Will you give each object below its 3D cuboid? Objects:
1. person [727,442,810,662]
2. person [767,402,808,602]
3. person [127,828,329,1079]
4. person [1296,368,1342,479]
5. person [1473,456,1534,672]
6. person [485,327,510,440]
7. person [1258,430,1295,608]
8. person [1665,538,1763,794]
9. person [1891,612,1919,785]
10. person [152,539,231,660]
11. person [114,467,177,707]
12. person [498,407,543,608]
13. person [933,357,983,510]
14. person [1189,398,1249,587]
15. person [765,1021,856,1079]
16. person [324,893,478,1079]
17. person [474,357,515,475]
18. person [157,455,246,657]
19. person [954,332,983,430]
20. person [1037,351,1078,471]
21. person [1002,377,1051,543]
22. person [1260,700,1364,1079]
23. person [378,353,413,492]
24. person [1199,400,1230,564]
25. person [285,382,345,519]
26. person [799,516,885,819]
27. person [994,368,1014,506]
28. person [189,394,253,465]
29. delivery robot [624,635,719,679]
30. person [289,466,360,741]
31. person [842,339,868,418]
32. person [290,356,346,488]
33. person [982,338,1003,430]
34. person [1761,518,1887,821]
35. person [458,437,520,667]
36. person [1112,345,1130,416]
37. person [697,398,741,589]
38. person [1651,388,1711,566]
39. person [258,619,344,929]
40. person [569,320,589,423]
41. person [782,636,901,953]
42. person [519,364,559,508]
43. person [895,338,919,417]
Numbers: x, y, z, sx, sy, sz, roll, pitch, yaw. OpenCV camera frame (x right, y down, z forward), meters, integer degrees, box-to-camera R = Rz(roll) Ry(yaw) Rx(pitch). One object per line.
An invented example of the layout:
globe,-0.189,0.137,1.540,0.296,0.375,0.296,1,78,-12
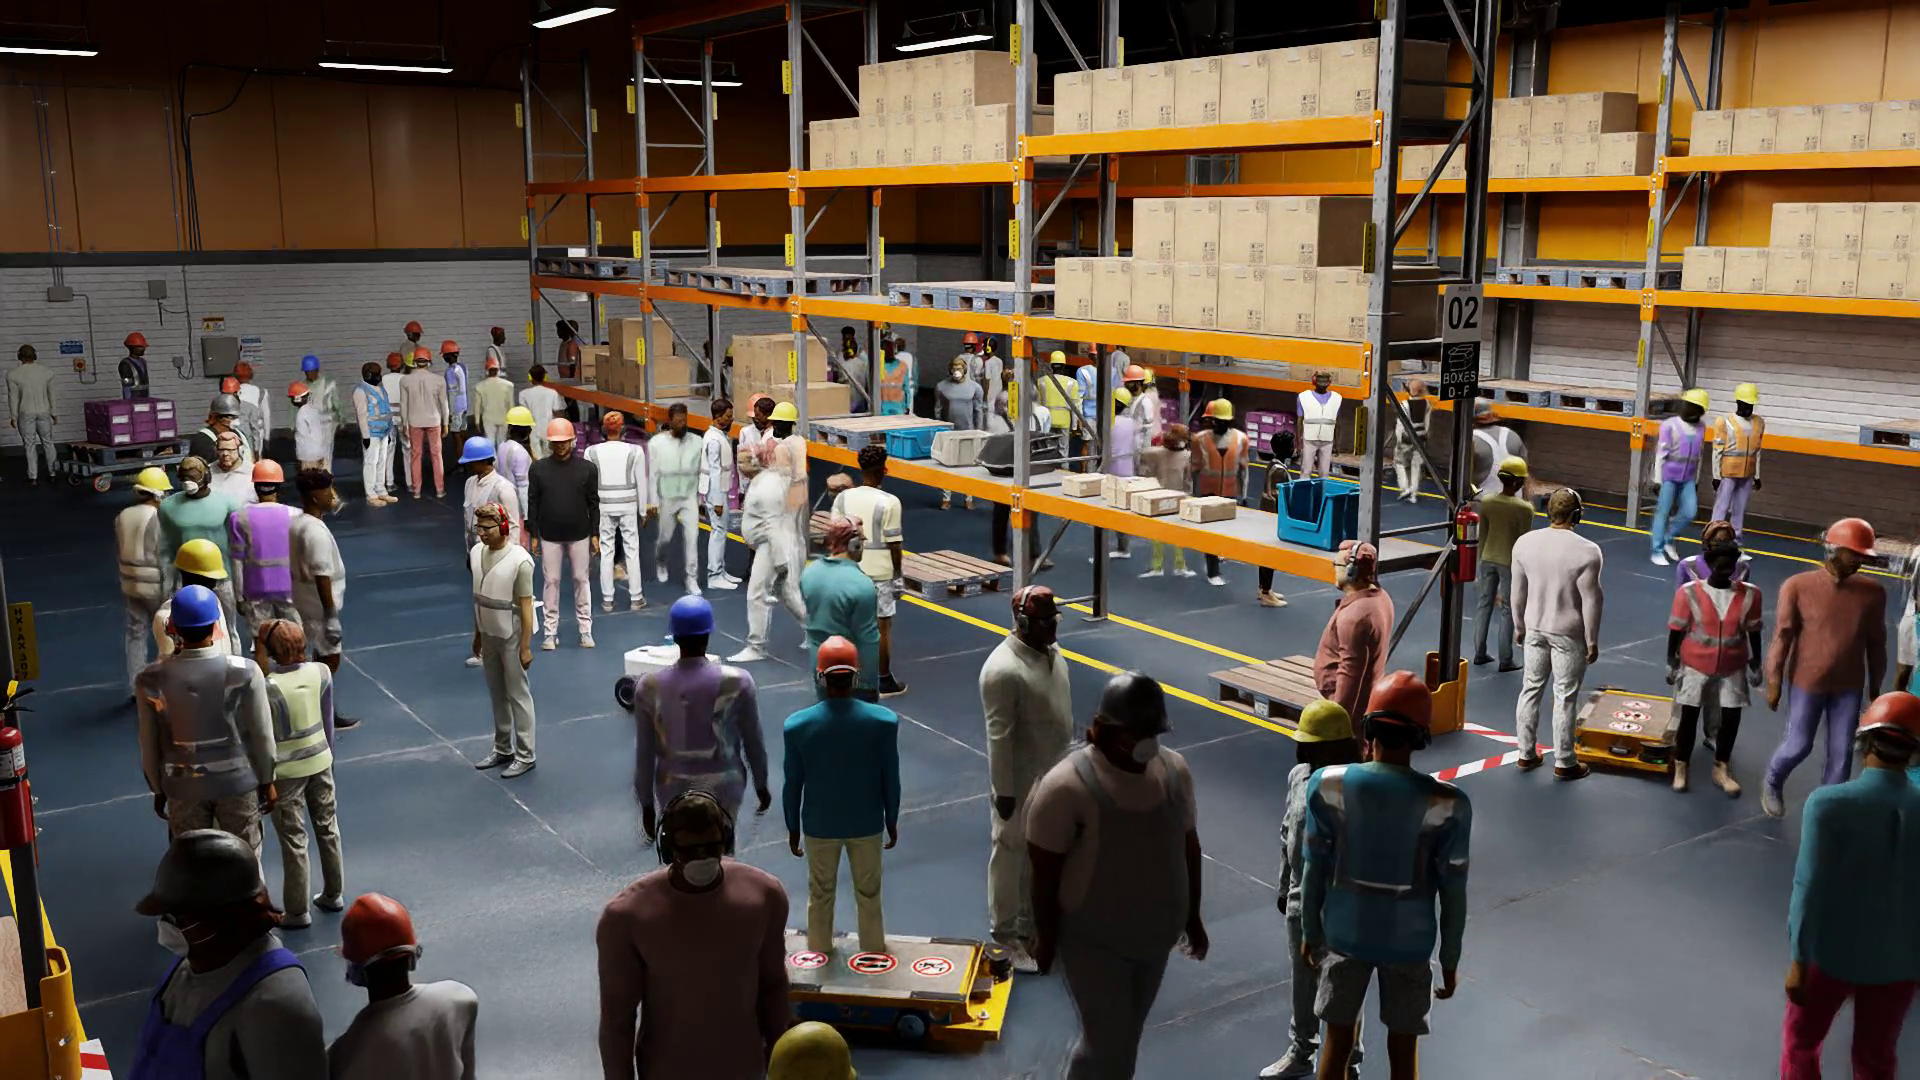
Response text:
person,-1.522,0.093,13.915,0.798,1.862,0.671,-1,11,-7
person,-1.657,-0.367,16.016,0.356,1.929,0.592,2,11,12
person,-2.078,1.790,4.689,0.537,2.000,0.678,-10,15,-43
person,4.407,-1.197,20.493,0.566,1.841,0.390,-1,11,-6
person,4.458,0.192,13.594,0.341,1.760,0.525,-7,13,-32
person,-7.678,-2.596,27.584,0.368,1.872,0.575,0,11,2
person,3.008,-0.208,15.823,0.322,1.691,0.533,1,11,4
person,4.817,0.806,10.630,0.590,1.686,0.335,2,11,13
person,5.516,0.995,9.331,0.533,1.824,0.664,7,13,30
person,-4.256,0.937,9.373,0.381,1.917,0.585,0,11,1
person,-6.122,0.353,12.659,0.602,1.800,0.608,4,12,20
person,-4.159,-0.304,15.739,0.393,1.919,0.582,-6,12,-27
person,-0.024,-1.337,20.959,0.631,1.939,0.370,1,11,3
person,2.607,-0.520,16.910,0.611,1.895,0.798,-1,11,-5
person,-0.381,2.041,4.201,0.487,1.733,0.327,6,13,29
person,-1.663,1.888,4.935,0.339,1.748,0.564,6,12,27
person,-6.518,-1.699,23.353,0.569,1.730,0.663,-5,12,-23
person,-5.667,0.317,12.493,0.634,1.938,0.355,-1,11,-7
person,0.147,-2.208,25.450,0.543,1.929,0.386,8,14,36
person,1.280,-1.553,22.132,0.581,1.919,0.393,1,11,3
person,0.733,-0.919,19.025,0.604,1.878,0.986,2,11,12
person,1.500,1.505,6.915,0.323,1.742,0.492,-7,13,-33
person,-7.560,-1.581,22.378,0.580,1.876,0.367,0,11,0
person,2.742,-0.624,17.810,0.357,1.742,0.572,5,12,23
person,-7.796,-1.042,19.983,0.514,1.731,0.558,-1,11,-8
person,-0.691,0.788,10.188,0.407,1.899,0.662,-10,15,-43
person,0.578,-1.186,20.425,0.332,1.844,0.508,-2,11,-12
person,-6.991,-0.407,15.936,0.535,2.000,0.700,4,12,17
delivery robot,-2.164,0.961,12.507,0.707,0.478,0.477,5,12,26
person,-4.518,0.449,11.775,0.381,1.972,0.612,-7,13,-33
person,-1.569,-2.092,25.043,0.345,1.855,0.622,9,14,39
person,-8.443,-1.485,21.849,0.648,1.885,1.006,0,11,-1
person,0.478,-2.131,25.226,0.328,1.862,0.510,6,12,26
person,5.102,0.827,9.816,0.652,1.963,0.664,1,11,5
person,-3.821,0.118,13.508,0.613,1.937,0.408,9,14,38
person,2.532,-2.361,26.479,0.350,1.835,0.519,-8,13,-34
person,-2.406,-0.459,16.552,0.403,1.908,0.598,-1,11,-5
person,7.581,-0.663,17.606,0.685,1.897,0.419,-3,11,-13
person,-3.465,1.210,8.684,0.311,1.642,0.512,6,12,27
person,-6.574,-2.808,28.515,0.374,1.933,0.625,0,11,0
person,-0.561,1.312,7.903,0.563,1.743,0.350,-1,11,-5
person,-5.386,-1.319,21.157,0.542,1.820,0.954,-7,13,-30
person,-0.959,-2.286,26.226,0.679,1.772,0.991,-5,12,-25
